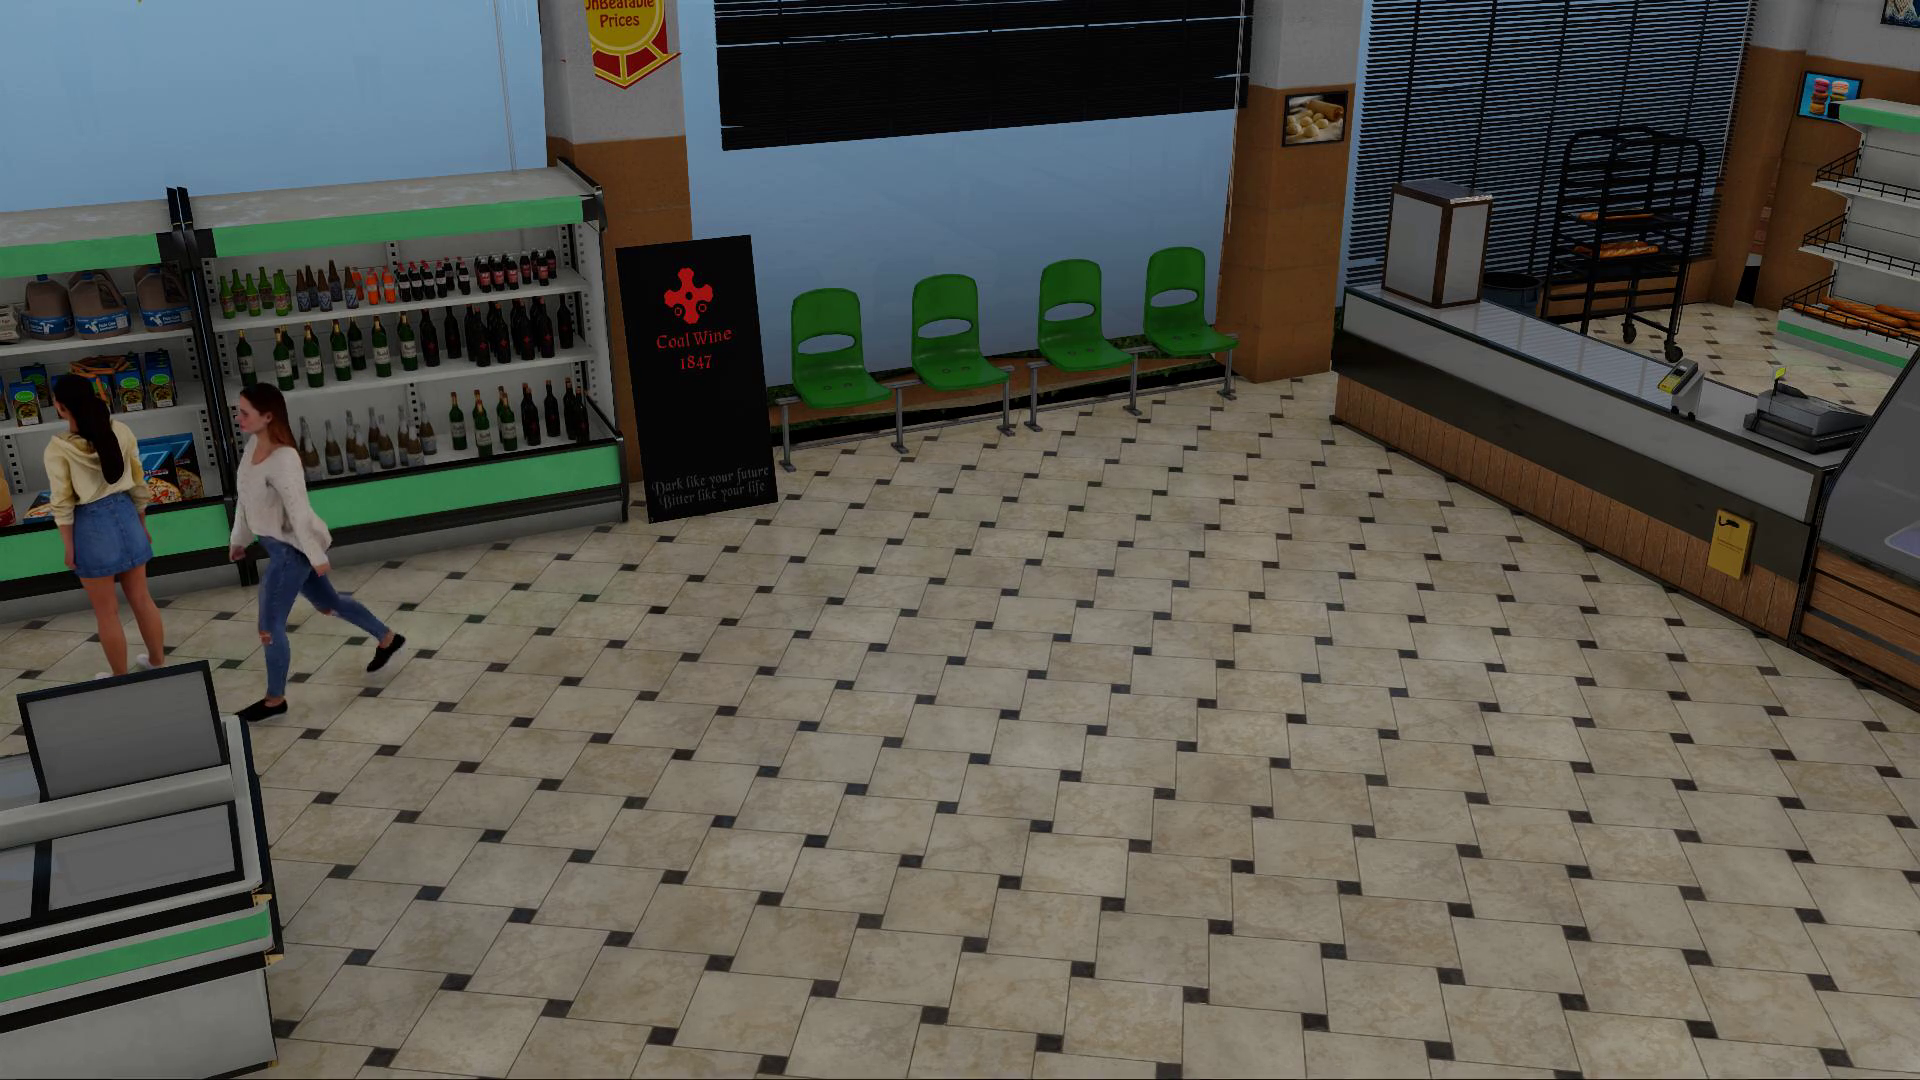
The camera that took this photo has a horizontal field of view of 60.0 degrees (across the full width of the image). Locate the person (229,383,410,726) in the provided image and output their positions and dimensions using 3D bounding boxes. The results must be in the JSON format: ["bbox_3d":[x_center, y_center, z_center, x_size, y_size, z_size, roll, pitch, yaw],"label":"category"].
[{"bbox_3d":[-3.117,0.042,7.966,1.159,1.654,0.734,-15,28,-31],"label":"person"}]

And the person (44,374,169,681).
[{"bbox_3d":[-4.181,-0.028,8.152,0.775,1.632,0.674,14,27,29],"label":"person"}]
